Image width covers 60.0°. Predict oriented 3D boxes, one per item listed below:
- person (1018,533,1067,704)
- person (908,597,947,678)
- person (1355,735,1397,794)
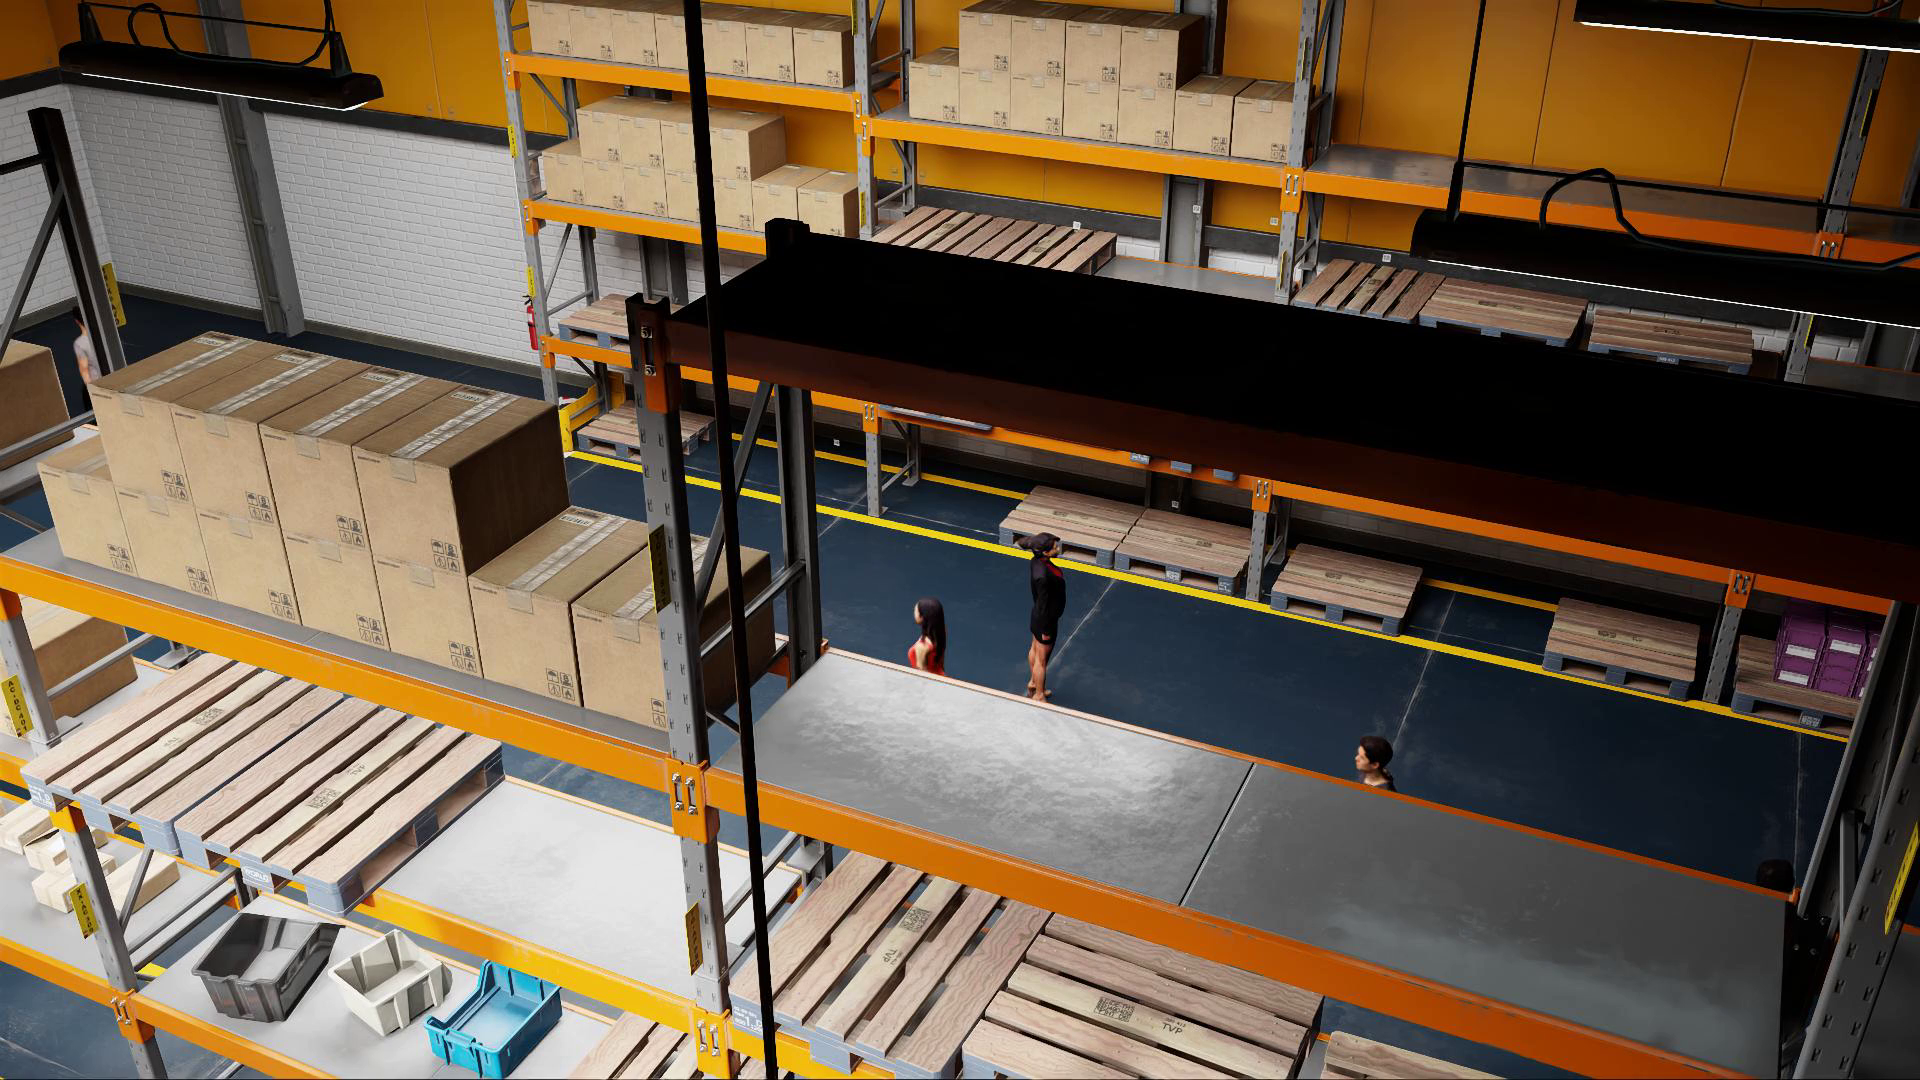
[{"bbox_3d":[0.691,0.670,13.673,0.746,1.640,0.687,-2,29,-4],"label":"person"},{"bbox_3d":[-0.165,1.213,12.608,0.863,1.706,0.627,10,30,18],"label":"person"},{"bbox_3d":[2.811,2.035,11.136,1.148,1.672,0.863,3,29,6],"label":"person"}]
